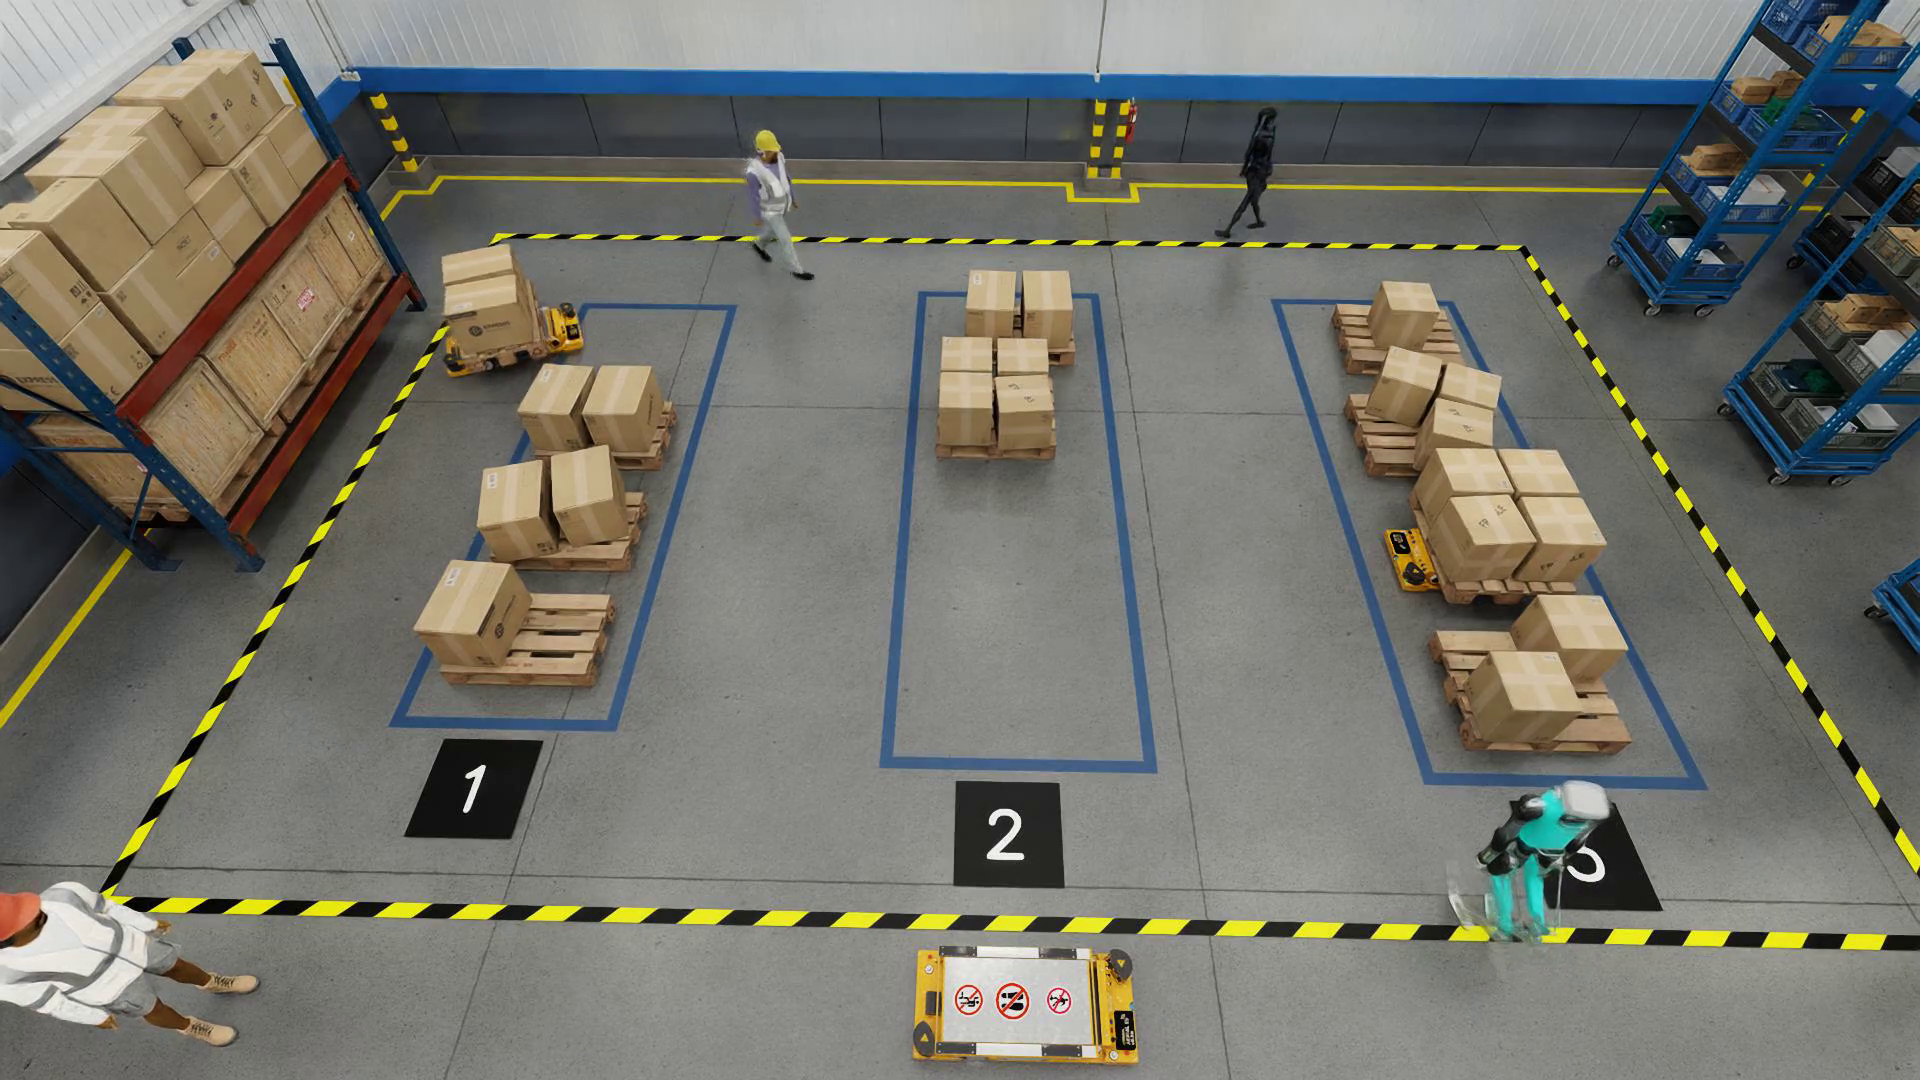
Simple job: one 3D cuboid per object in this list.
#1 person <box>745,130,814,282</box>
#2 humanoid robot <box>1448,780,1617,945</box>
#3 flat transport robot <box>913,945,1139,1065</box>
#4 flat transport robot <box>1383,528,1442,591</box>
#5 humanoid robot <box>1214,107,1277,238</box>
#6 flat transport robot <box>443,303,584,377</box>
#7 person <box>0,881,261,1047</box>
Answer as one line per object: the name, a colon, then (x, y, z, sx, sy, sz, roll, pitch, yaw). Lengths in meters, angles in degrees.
person: (-2.209, -3.941, 10.718, 0.903, 1.793, 0.592, 22, 54, 17)
humanoid robot: (3.578, 2.143, 5.704, 0.533, 1.677, 0.735, 1, 51, 1)
flat transport robot: (0.422, 3.041, 6.007, 1.431, 0.231, 0.659, 1, 51, 1)
flat transport robot: (4.689, 0.155, 8.342, 1.431, 0.197, 0.652, 1, 51, 1)
humanoid robot: (3.624, -4.521, 11.289, 0.769, 1.622, 0.608, -8, 51, -6)
flat transport robot: (-5.038, -2.271, 10.319, 1.431, 0.197, 0.652, -18, 53, -14)
person: (-4.885, 2.478, 5.319, 0.356, 2.047, 0.613, 0, 51, 0)
